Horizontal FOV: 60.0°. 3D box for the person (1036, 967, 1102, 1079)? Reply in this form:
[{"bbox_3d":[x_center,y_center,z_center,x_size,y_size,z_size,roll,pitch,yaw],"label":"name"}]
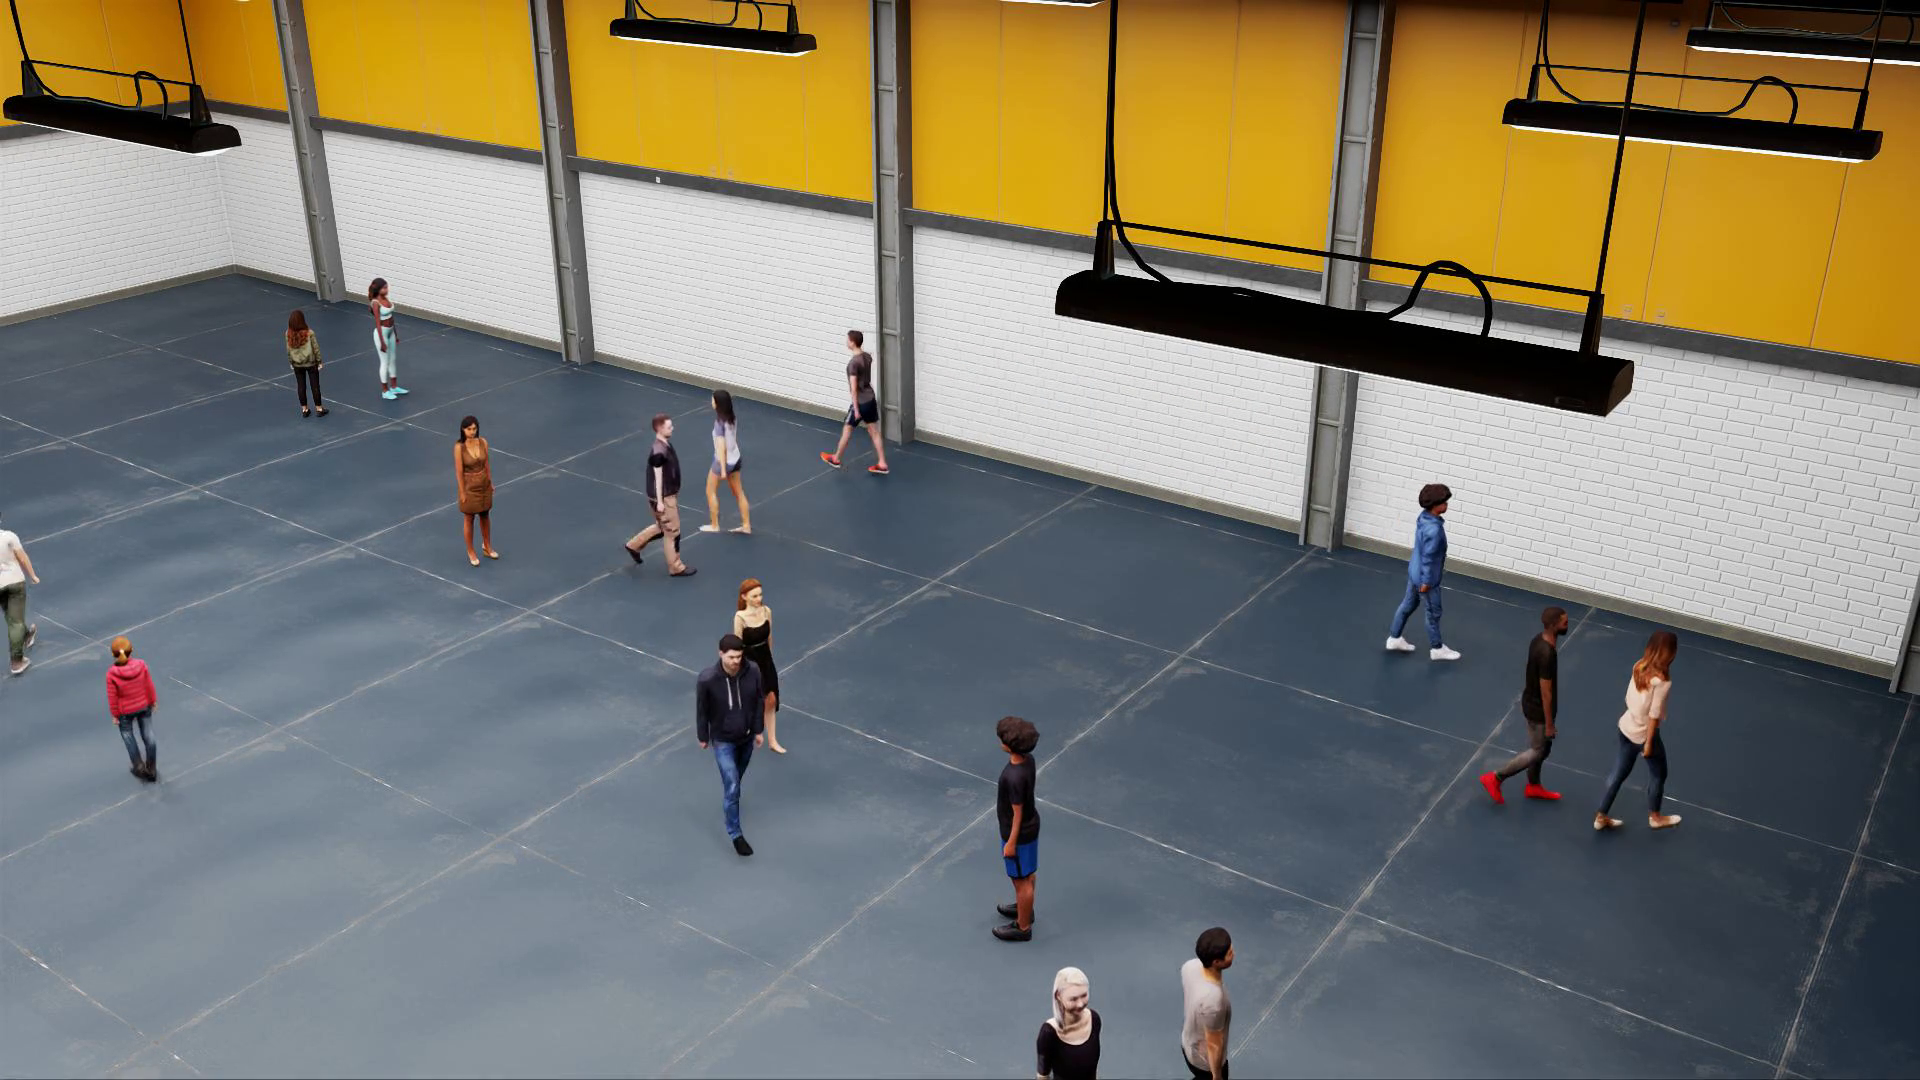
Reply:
[{"bbox_3d":[0.600,3.180,9.347,0.644,1.829,0.615,-15,28,-30],"label":"person"}]

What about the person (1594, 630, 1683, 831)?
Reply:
[{"bbox_3d":[5.297,1.551,13.157,1.006,1.762,0.960,-5,24,-11],"label":"person"}]

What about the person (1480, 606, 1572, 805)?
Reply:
[{"bbox_3d":[4.642,1.373,13.526,1.012,1.792,0.849,5,24,11],"label":"person"}]

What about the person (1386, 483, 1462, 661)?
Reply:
[{"bbox_3d":[4.414,0.298,15.979,1.065,1.798,0.941,3,24,6],"label":"person"}]

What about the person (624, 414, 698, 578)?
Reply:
[{"bbox_3d":[-3.254,-0.464,17.694,1.141,1.819,1.032,-1,24,-2],"label":"person"}]

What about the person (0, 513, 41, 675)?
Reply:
[{"bbox_3d":[-9.057,0.486,15.775,1.031,1.616,1.057,-2,24,-6],"label":"person"}]

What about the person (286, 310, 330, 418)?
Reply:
[{"bbox_3d":[-8.879,-2.395,22.542,0.630,1.475,0.717,-1,24,-3],"label":"person"}]

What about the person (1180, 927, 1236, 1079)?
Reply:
[{"bbox_3d":[1.372,3.020,9.857,0.894,1.714,0.834,-4,24,-9],"label":"person"}]

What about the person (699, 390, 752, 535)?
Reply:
[{"bbox_3d":[-2.540,-0.845,18.702,0.908,1.711,0.750,7,25,16],"label":"person"}]

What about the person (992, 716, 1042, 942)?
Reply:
[{"bbox_3d":[0.432,2.061,11.949,0.680,1.795,0.675,5,24,11],"label":"person"}]

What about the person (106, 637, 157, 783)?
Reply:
[{"bbox_3d":[-6.917,1.444,13.969,0.598,1.308,0.625,-18,30,-36],"label":"person"}]

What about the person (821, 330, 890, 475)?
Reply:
[{"bbox_3d":[-1.123,-1.657,20.437,1.164,1.810,0.754,12,27,26],"label":"person"}]

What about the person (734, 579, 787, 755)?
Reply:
[{"bbox_3d":[-1.847,1.066,14.474,0.762,1.596,1.105,-19,30,-36],"label":"person"}]

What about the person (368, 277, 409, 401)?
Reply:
[{"bbox_3d":[-8.025,-2.828,23.222,0.650,1.723,0.644,5,24,11],"label":"person"}]

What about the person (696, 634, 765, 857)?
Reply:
[{"bbox_3d":[-1.820,1.506,13.157,1.049,1.844,1.270,-9,25,-21],"label":"person"}]

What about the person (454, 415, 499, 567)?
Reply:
[{"bbox_3d":[-5.273,-0.557,18.075,0.529,1.684,0.580,19,30,37],"label":"person"}]
